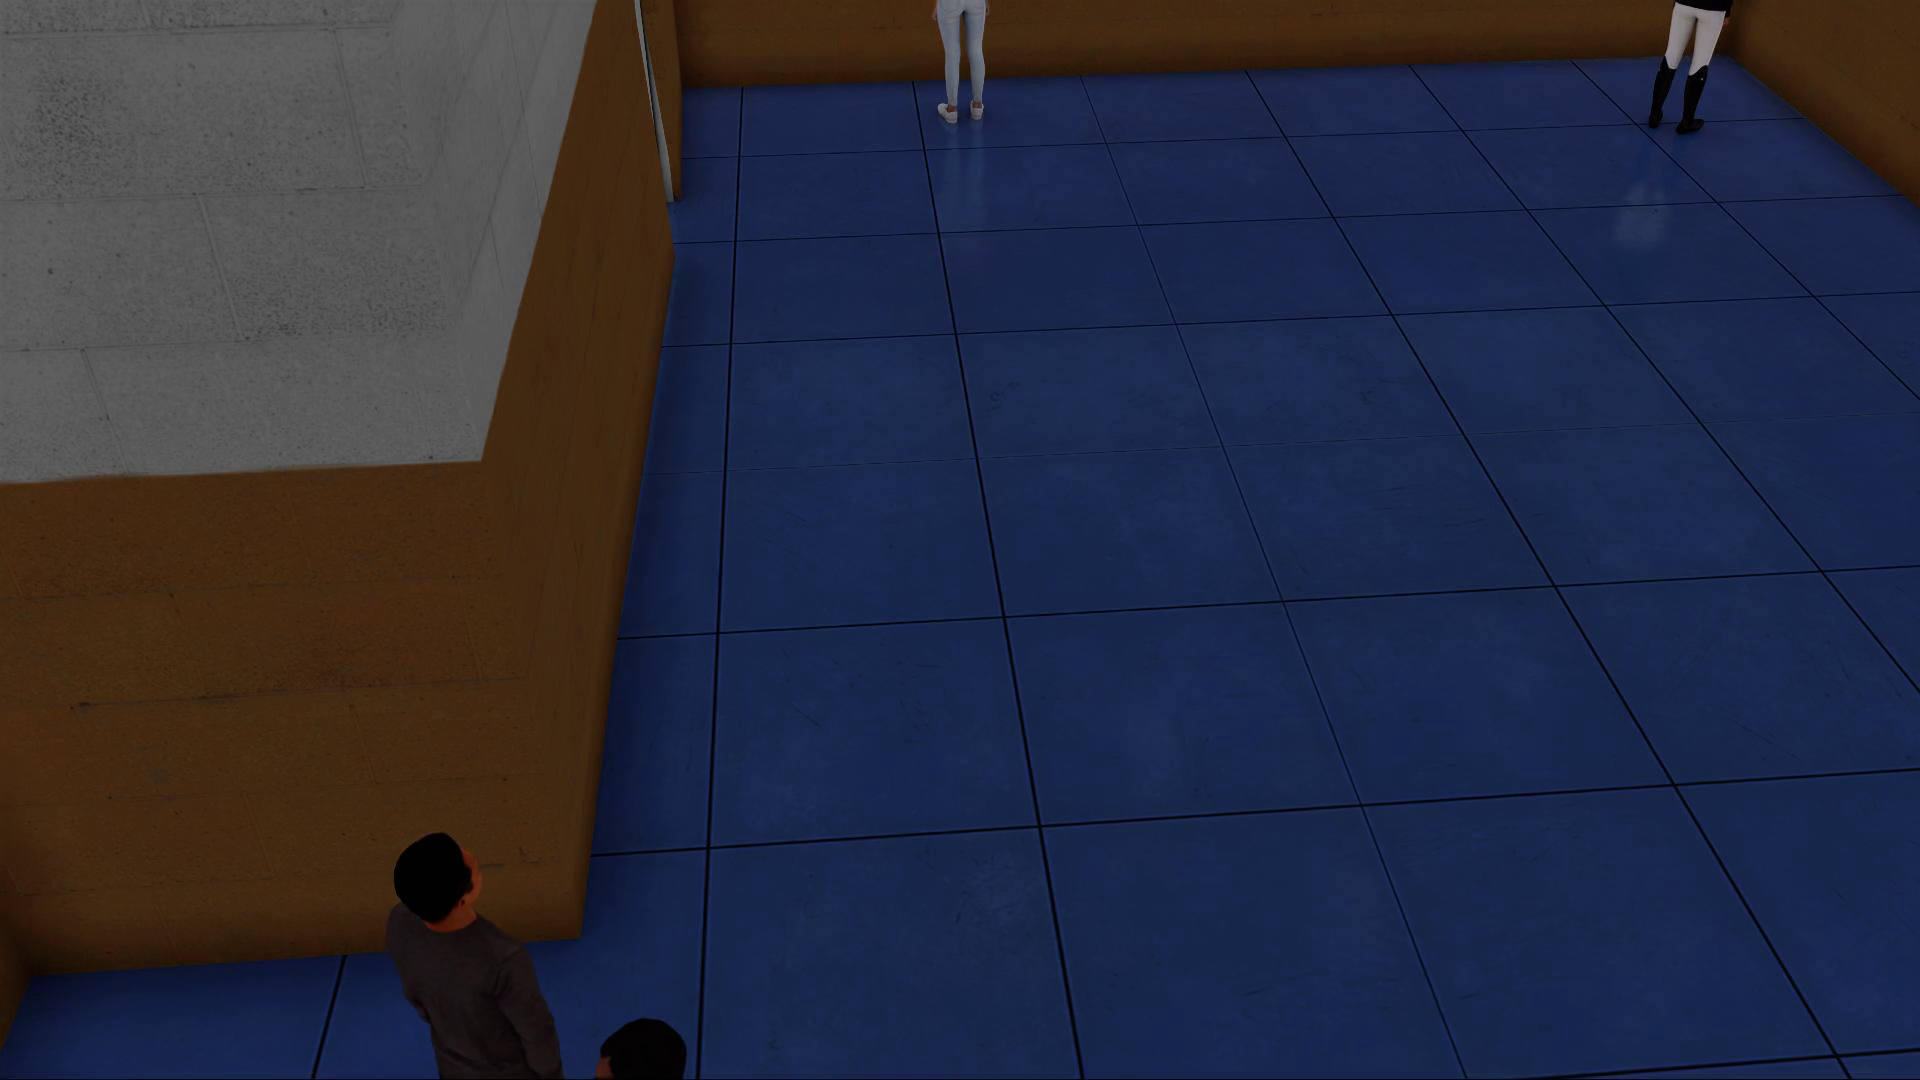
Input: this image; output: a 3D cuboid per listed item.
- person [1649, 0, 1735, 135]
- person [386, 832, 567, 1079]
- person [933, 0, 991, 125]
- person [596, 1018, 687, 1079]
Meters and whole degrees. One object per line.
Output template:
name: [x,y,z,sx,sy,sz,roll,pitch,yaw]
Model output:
person: [5.264,-3.761,11.833,0.659,1.729,0.718,27,44,31]
person: [-1.366,1.501,4.804,0.657,1.768,0.773,-11,38,-15]
person: [0.013,-3.879,11.987,0.545,1.751,0.670,-8,38,-11]
person: [-0.765,1.840,4.375,0.658,1.741,0.702,31,46,34]
